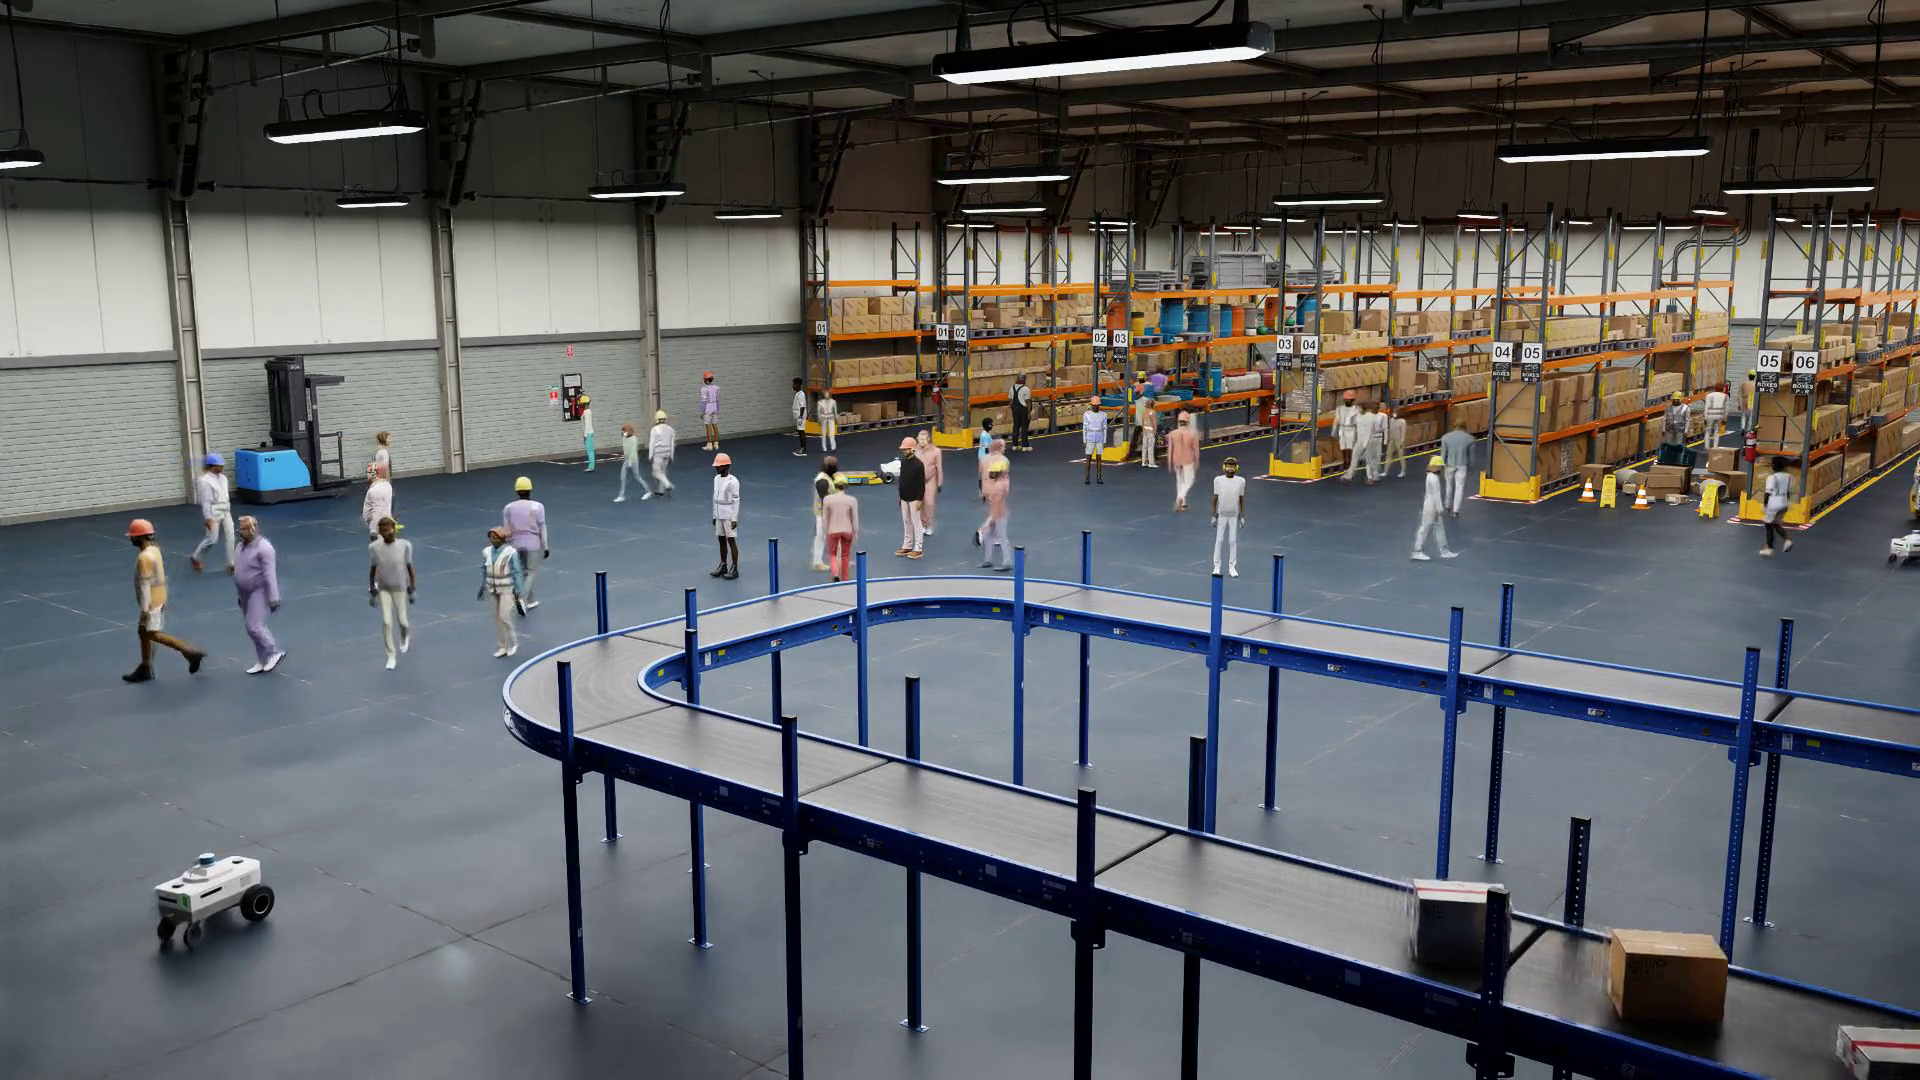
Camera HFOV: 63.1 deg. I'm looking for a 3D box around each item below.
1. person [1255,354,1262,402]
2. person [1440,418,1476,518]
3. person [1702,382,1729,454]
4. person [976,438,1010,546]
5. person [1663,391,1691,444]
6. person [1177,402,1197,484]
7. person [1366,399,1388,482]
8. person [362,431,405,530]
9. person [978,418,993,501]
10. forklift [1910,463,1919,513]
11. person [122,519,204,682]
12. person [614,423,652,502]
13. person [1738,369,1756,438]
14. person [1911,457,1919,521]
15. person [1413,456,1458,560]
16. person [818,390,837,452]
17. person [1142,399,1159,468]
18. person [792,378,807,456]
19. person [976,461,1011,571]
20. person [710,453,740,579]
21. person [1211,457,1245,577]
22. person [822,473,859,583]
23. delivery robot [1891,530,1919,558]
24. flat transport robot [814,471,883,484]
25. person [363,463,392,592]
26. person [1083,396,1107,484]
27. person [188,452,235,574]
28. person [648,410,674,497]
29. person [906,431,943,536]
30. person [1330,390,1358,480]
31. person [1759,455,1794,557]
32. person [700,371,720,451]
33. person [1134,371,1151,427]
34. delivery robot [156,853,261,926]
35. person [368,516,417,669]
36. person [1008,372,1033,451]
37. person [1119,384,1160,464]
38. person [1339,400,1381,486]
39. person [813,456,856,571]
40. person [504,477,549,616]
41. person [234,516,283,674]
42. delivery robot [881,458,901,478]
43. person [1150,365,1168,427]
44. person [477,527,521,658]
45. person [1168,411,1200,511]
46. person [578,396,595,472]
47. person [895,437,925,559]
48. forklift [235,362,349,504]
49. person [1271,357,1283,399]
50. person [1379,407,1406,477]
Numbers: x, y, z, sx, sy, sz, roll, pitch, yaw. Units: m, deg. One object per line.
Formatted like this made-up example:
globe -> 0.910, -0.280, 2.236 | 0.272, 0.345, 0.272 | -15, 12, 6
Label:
person -> 10.339, -5.659, 54.581 | 0.382, 1.676, 0.552 | 5, 11, 26
person -> 9.564, -1.409, 30.089 | 0.657, 1.880, 1.025 | 3, 10, 15
person -> 19.105, -3.070, 39.509 | 0.597, 1.854, 0.499 | 2, 10, 9
person -> 0.552, -0.800, 26.694 | 0.791, 1.880, 0.654 | -9, 13, -41
person -> 16.912, -2.605, 36.981 | 0.592, 1.828, 0.404 | 9, 13, 40
person -> 4.876, -2.094, 34.119 | 0.564, 1.824, 0.623 | -1, 10, -8
person -> 9.140, -2.191, 34.548 | 0.589, 1.864, 0.662 | 3, 10, 14
person -> -10.464, -1.057, 28.272 | 0.644, 1.825, 0.526 | -5, 11, -26
person -> 0.532, -1.666, 32.060 | 0.322, 1.697, 0.532 | -1, 10, -5
forklift -> 19.034, -1.348, 28.998 | 2.313, 2.155, 1.214 | 8, 13, 37
person -> -9.335, 0.692, 18.192 | 0.821, 1.918, 0.552 | -4, 11, -19
person -> -6.683, -1.596, 31.939 | 0.492, 1.606, 0.739 | 8, 13, 39
person -> 21.955, -3.799, 43.462 | 0.596, 1.911, 0.408 | 6, 12, 29
person -> 16.548, -0.815, 26.631 | 0.579, 1.926, 0.560 | -6, 12, -32
person -> 7.817, -0.515, 25.544 | 0.814, 1.710, 0.500 | 3, 11, 17
person -> -3.371, -3.026, 39.992 | 0.518, 1.589, 0.854 | -2, 10, -14
person -> 4.499, -2.534, 37.120 | 0.308, 1.639, 0.510 | -6, 12, -31
person -> -4.041, -3.112, 39.446 | 0.371, 1.966, 0.608 | -2, 10, -10
person -> 0.505, -0.368, 24.640 | 0.658, 1.746, 0.527 | -2, 10, -8
person -> -3.636, -0.374, 24.117 | 0.552, 1.937, 0.356 | 9, 13, 41
person -> 4.160, -0.362, 24.260 | 0.518, 1.865, 0.326 | 1, 10, 4
person -> -1.770, -0.107, 23.143 | 0.549, 1.742, 0.547 | -1, 10, -6
delivery robot -> 15.432, 0.085, 25.280 | 0.707, 0.478, 0.477 | -3, 10, -17
flat transport robot -> -2.466, -1.372, 34.543 | 1.431, 0.197, 0.652 | -2, 10, -12
person -> -8.634, -0.199, 23.220 | 0.408, 1.908, 0.644 | -1, 10, -8
person -> 2.971, -2.205, 34.423 | 0.545, 1.938, 0.358 | -1, 10, -4
person -> -11.613, -0.410, 24.346 | 0.819, 1.926, 0.618 | 2, 10, 12
person -> -6.139, -1.762, 32.260 | 0.648, 1.813, 0.639 | 7, 12, 34
person -> -0.678, -0.996, 27.824 | 0.661, 1.869, 0.935 | 2, 10, 13
person -> 8.587, -2.333, 34.905 | 0.622, 2.018, 0.690 | 10, 14, 43
person -> 13.524, -0.559, 25.877 | 0.539, 1.688, 0.414 | -5, 11, -28
person -> -6.501, -3.349, 40.561 | 0.377, 2.045, 0.605 | 7, 12, 34
person -> 5.077, -3.823, 43.842 | 0.587, 1.828, 0.404 | 7, 12, 35
delivery robot -> -5.497, 2.539, 11.454 | 0.477, 0.478, 0.707 | 4, 11, 24
person -> -6.865, 0.594, 18.923 | 0.546, 1.845, 0.614 | -3, 10, -15
person -> 1.623, -3.317, 40.508 | 0.538, 2.000, 0.690 | -10, 14, -44
person -> 4.398, -2.787, 37.721 | 1.021, 1.945, 0.615 | -4, 11, -21
person -> 8.790, -2.105, 34.056 | 0.960, 1.881, 0.657 | -3, 11, -17
person -> -1.987, -0.415, 24.690 | 0.785, 1.814, 0.644 | 2, 10, 11
person -> -6.043, 0.078, 21.680 | 0.583, 1.904, 0.839 | 2, 10, 11
person -> -8.340, 0.653, 18.443 | 0.668, 1.896, 0.440 | 7, 12, 35
delivery robot -> -1.391, -1.581, 34.654 | 0.707, 0.478, 0.477 | -2, 10, -12
person -> 5.934, -4.283, 46.413 | 0.577, 1.830, 0.449 | 9, 14, 43
person -> -5.670, 0.644, 19.261 | 0.520, 1.627, 0.383 | 5, 11, 25
person -> 4.341, -1.527, 30.500 | 0.626, 1.978, 0.747 | 5, 11, 28
person -> -8.699, -2.473, 36.413 | 0.322, 1.767, 0.533 | -1, 10, -5
person -> -0.820, -0.704, 25.813 | 0.381, 1.994, 0.621 | -8, 13, -38
forklift -> -13.803, -2.244, 32.110 | 1.129, 2.768, 1.873 | 8, 13, 37
person -> 10.868, -5.553, 53.266 | 0.632, 1.940, 0.372 | -4, 11, -19
person -> 9.811, -2.200, 35.351 | 0.819, 1.590, 0.509 | -7, 12, -33
